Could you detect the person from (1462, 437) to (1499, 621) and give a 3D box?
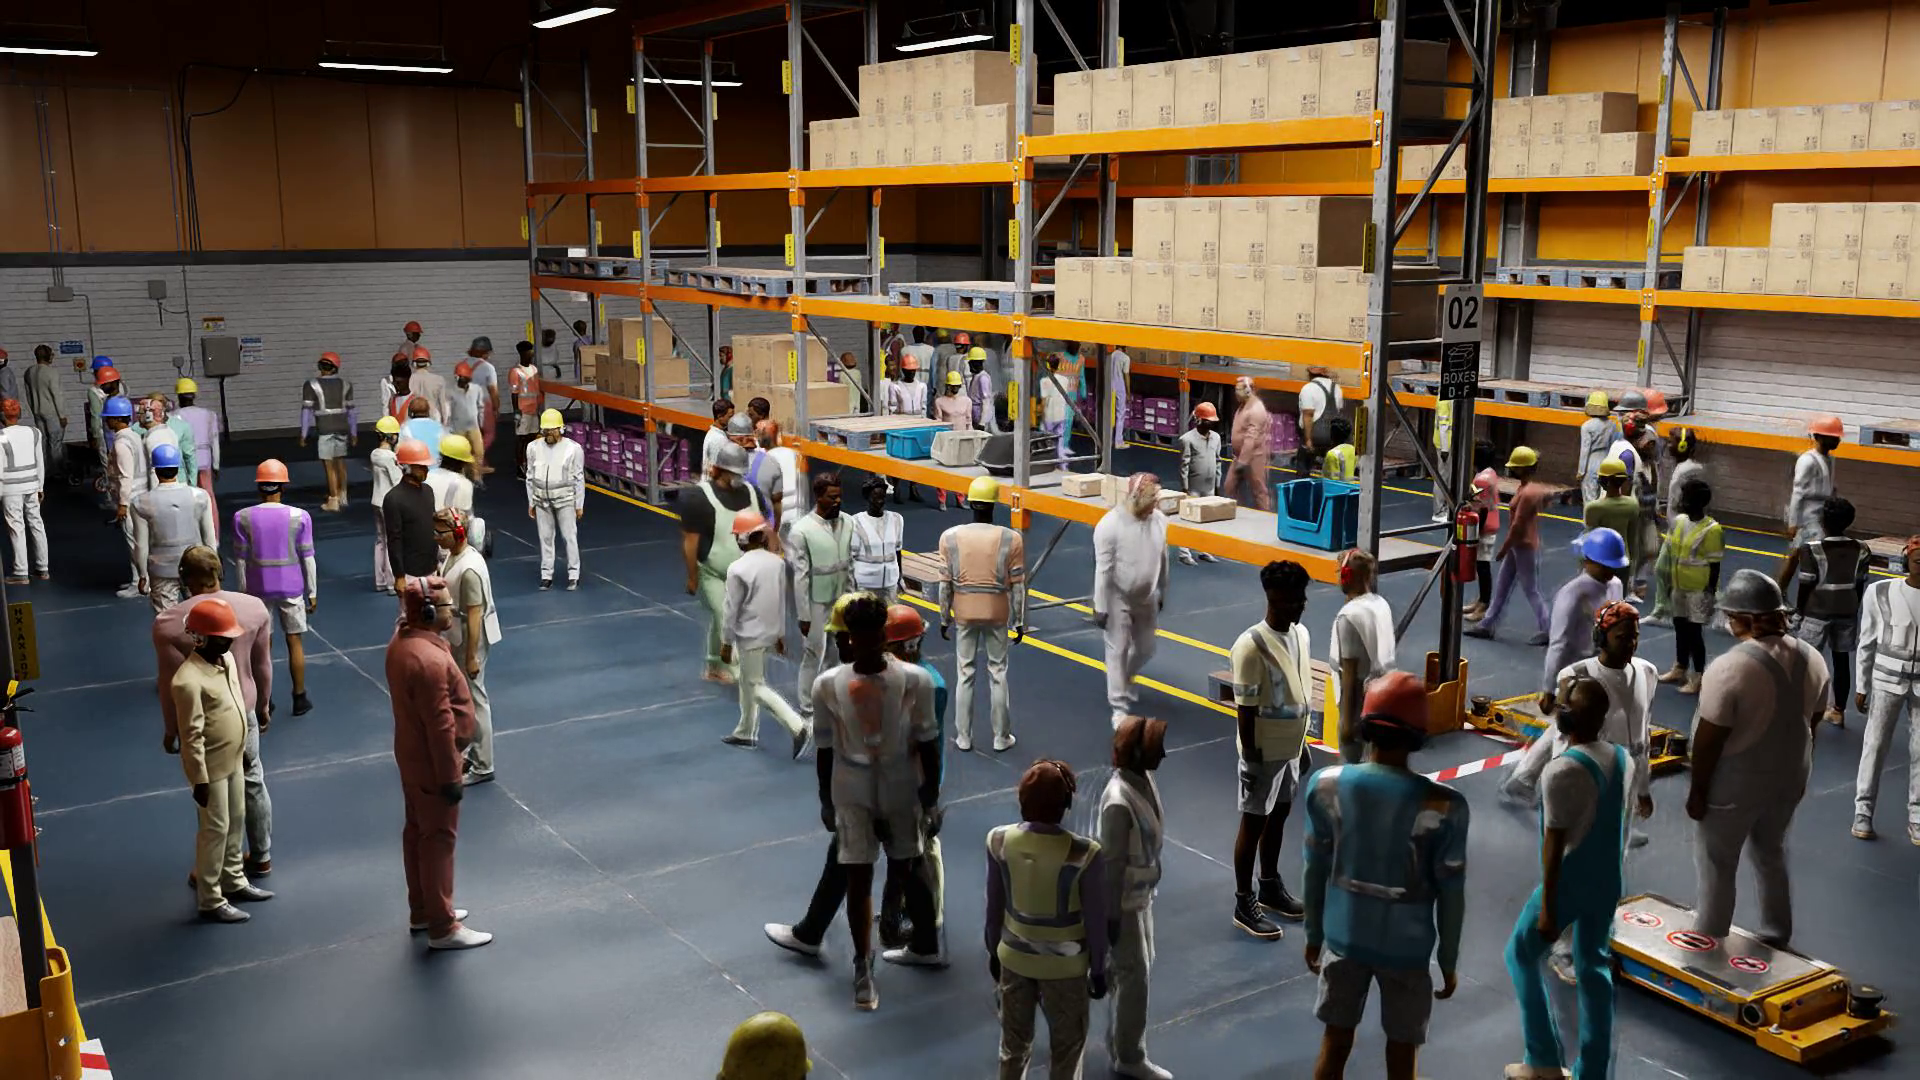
[{"bbox_3d":[4.777,-0.101,15.251,0.317,1.695,0.540,4,12,21],"label":"person"}]

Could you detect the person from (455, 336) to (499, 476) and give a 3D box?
[{"bbox_3d":[-6.844,-1.913,23.640,0.707,2.000,0.642,6,12,26],"label":"person"}]

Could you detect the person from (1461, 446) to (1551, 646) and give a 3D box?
[{"bbox_3d":[4.807,0.053,14.373,0.794,1.730,0.530,3,11,13],"label":"person"}]

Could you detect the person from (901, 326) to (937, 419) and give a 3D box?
[{"bbox_3d":[-0.668,-2.520,27.080,0.587,1.914,0.390,1,11,5],"label":"person"}]

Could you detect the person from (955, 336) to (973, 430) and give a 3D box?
[{"bbox_3d":[0.032,-2.284,25.980,0.311,1.869,0.532,8,14,36],"label":"person"}]

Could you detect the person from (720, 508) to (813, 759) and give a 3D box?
[{"bbox_3d":[-1.344,0.643,11.386,0.769,1.719,0.552,5,12,25],"label":"person"}]

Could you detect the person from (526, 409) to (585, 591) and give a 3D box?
[{"bbox_3d":[-3.997,-0.392,16.432,0.585,1.824,0.404,1,11,7],"label":"person"}]

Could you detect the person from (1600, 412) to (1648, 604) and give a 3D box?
[{"bbox_3d":[6.351,-0.319,15.994,0.372,1.840,0.571,3,11,14],"label":"person"}]

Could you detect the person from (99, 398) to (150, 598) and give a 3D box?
[{"bbox_3d":[-8.103,-0.413,16.205,0.386,1.948,0.605,-4,12,-18],"label":"person"}]

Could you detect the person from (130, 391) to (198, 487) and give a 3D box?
[{"bbox_3d":[-8.142,-0.565,17.039,0.629,1.931,0.364,-4,12,-21],"label":"person"}]

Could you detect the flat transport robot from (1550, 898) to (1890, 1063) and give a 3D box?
[{"bbox_3d":[3.574,2.037,7.970,0.652,0.197,1.431,-6,13,-29],"label":"flat transport robot"}]

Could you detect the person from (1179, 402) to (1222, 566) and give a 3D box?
[{"bbox_3d":[2.570,-0.596,17.669,0.568,1.743,0.350,-7,13,-32],"label":"person"}]

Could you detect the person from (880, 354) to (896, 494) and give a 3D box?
[{"bbox_3d":[-0.992,-1.558,22.268,0.309,1.868,0.535,2,11,10],"label":"person"}]

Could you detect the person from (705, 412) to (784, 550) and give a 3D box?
[{"bbox_3d":[-1.875,-0.090,14.314,0.688,2.000,0.536,-4,12,-22],"label":"person"}]

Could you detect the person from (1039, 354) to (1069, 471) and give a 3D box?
[{"bbox_3d":[1.206,-1.620,22.678,0.541,1.821,0.911,-6,13,-30],"label":"person"}]

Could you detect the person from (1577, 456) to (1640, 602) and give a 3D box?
[{"bbox_3d":[5.258,0.199,13.539,0.525,1.769,0.312,-4,12,-21],"label":"person"}]

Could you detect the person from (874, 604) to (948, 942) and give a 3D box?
[{"bbox_3d":[-0.276,1.183,8.573,0.348,1.740,0.573,-6,12,-28],"label":"person"}]

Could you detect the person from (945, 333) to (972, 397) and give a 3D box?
[{"bbox_3d":[0.019,-2.192,25.364,0.385,1.929,0.543,-10,15,-40],"label":"person"}]

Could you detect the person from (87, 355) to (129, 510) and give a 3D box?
[{"bbox_3d":[-10.738,-1.357,21.026,0.377,1.950,0.611,3,12,17],"label":"person"}]

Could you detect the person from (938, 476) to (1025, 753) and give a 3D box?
[{"bbox_3d":[0.152,0.515,11.510,0.594,1.924,0.382,1,11,7],"label":"person"}]

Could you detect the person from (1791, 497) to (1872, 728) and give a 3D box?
[{"bbox_3d":[6.264,0.532,12.007,0.535,1.700,0.318,-1,11,-6],"label":"person"}]

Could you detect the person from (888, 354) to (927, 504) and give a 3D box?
[{"bbox_3d":[-0.655,-1.431,21.437,0.547,1.938,0.377,-5,12,-26],"label":"person"}]

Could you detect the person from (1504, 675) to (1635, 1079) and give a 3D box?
[{"bbox_3d":[2.563,1.455,6.962,0.524,1.829,0.533,-5,12,-26],"label":"person"}]

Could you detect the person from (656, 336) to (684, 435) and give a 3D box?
[{"bbox_3d":[-4.729,-2.391,26.709,0.657,1.809,0.527,-1,11,-4],"label":"person"}]

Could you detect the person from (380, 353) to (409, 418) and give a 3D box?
[{"bbox_3d":[-7.482,-1.574,22.340,0.359,1.876,0.577,11,15,44],"label":"person"}]

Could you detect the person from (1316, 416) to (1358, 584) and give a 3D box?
[{"bbox_3d":[3.819,-0.406,16.814,0.317,1.696,0.537,8,14,35],"label":"person"}]

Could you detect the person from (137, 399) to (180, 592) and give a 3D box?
[{"bbox_3d":[-7.937,-0.443,16.461,0.407,1.910,0.639,-3,11,-14],"label":"person"}]

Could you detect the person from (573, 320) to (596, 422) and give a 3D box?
[{"bbox_3d":[-6.423,-2.799,28.461,0.368,1.933,0.628,2,11,11],"label":"person"}]

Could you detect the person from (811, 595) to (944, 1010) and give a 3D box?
[{"bbox_3d":[-0.401,1.189,8.055,0.619,1.937,0.897,-1,11,-4],"label":"person"}]

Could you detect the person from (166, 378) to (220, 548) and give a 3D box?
[{"bbox_3d":[-8.495,-0.831,18.405,0.387,1.923,0.593,8,14,37],"label":"person"}]

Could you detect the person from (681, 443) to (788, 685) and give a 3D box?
[{"bbox_3d":[-1.727,0.201,12.825,1.017,2.000,0.706,10,15,43],"label":"person"}]

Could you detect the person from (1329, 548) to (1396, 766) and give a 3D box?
[{"bbox_3d":[2.338,0.959,9.556,0.509,1.813,0.598,7,13,33],"label":"person"}]

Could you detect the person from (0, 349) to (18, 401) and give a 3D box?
[{"bbox_3d":[-14.223,-1.984,24.782,0.352,1.743,0.560,-6,12,-27],"label":"person"}]

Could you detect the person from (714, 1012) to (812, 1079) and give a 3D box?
[{"bbox_3d":[-0.509,2.031,4.257,0.492,1.731,0.324,5,12,23],"label":"person"}]

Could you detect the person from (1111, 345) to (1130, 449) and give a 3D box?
[{"bbox_3d":[2.531,-2.360,26.470,0.357,1.835,0.516,-8,14,-37],"label":"person"}]

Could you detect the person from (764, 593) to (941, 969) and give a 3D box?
[{"bbox_3d":[-0.511,1.185,8.190,0.944,1.874,0.583,4,12,20],"label":"person"}]

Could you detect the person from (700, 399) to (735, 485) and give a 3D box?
[{"bbox_3d":[-2.394,-0.457,16.541,0.398,1.909,0.600,-1,11,-4],"label":"person"}]

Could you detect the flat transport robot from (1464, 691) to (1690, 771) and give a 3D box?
[{"bbox_3d":[4.311,1.319,11.644,0.652,0.197,1.431,-7,13,-30],"label":"flat transport robot"}]

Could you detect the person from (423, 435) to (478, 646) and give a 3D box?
[{"bbox_3d":[-4.364,0.048,14.028,0.628,1.877,0.540,4,12,19],"label":"person"}]

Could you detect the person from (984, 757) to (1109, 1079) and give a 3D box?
[{"bbox_3d":[0.325,1.651,6.460,0.518,1.633,0.314,6,13,29],"label":"person"}]

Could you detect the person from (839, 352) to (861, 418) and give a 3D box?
[{"bbox_3d":[-1.685,-2.042,25.347,0.285,1.634,0.499,7,13,33],"label":"person"}]

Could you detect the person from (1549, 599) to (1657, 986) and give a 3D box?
[{"bbox_3d":[3.115,1.212,8.054,0.583,1.882,0.350,-4,12,-22],"label":"person"}]

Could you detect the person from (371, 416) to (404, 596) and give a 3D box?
[{"bbox_3d":[-5.575,-0.333,16.289,0.341,1.757,0.517,-10,15,-40],"label":"person"}]

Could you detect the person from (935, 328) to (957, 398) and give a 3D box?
[{"bbox_3d":[-0.276,-2.888,29.423,0.527,1.725,0.374,-8,14,-36],"label":"person"}]
